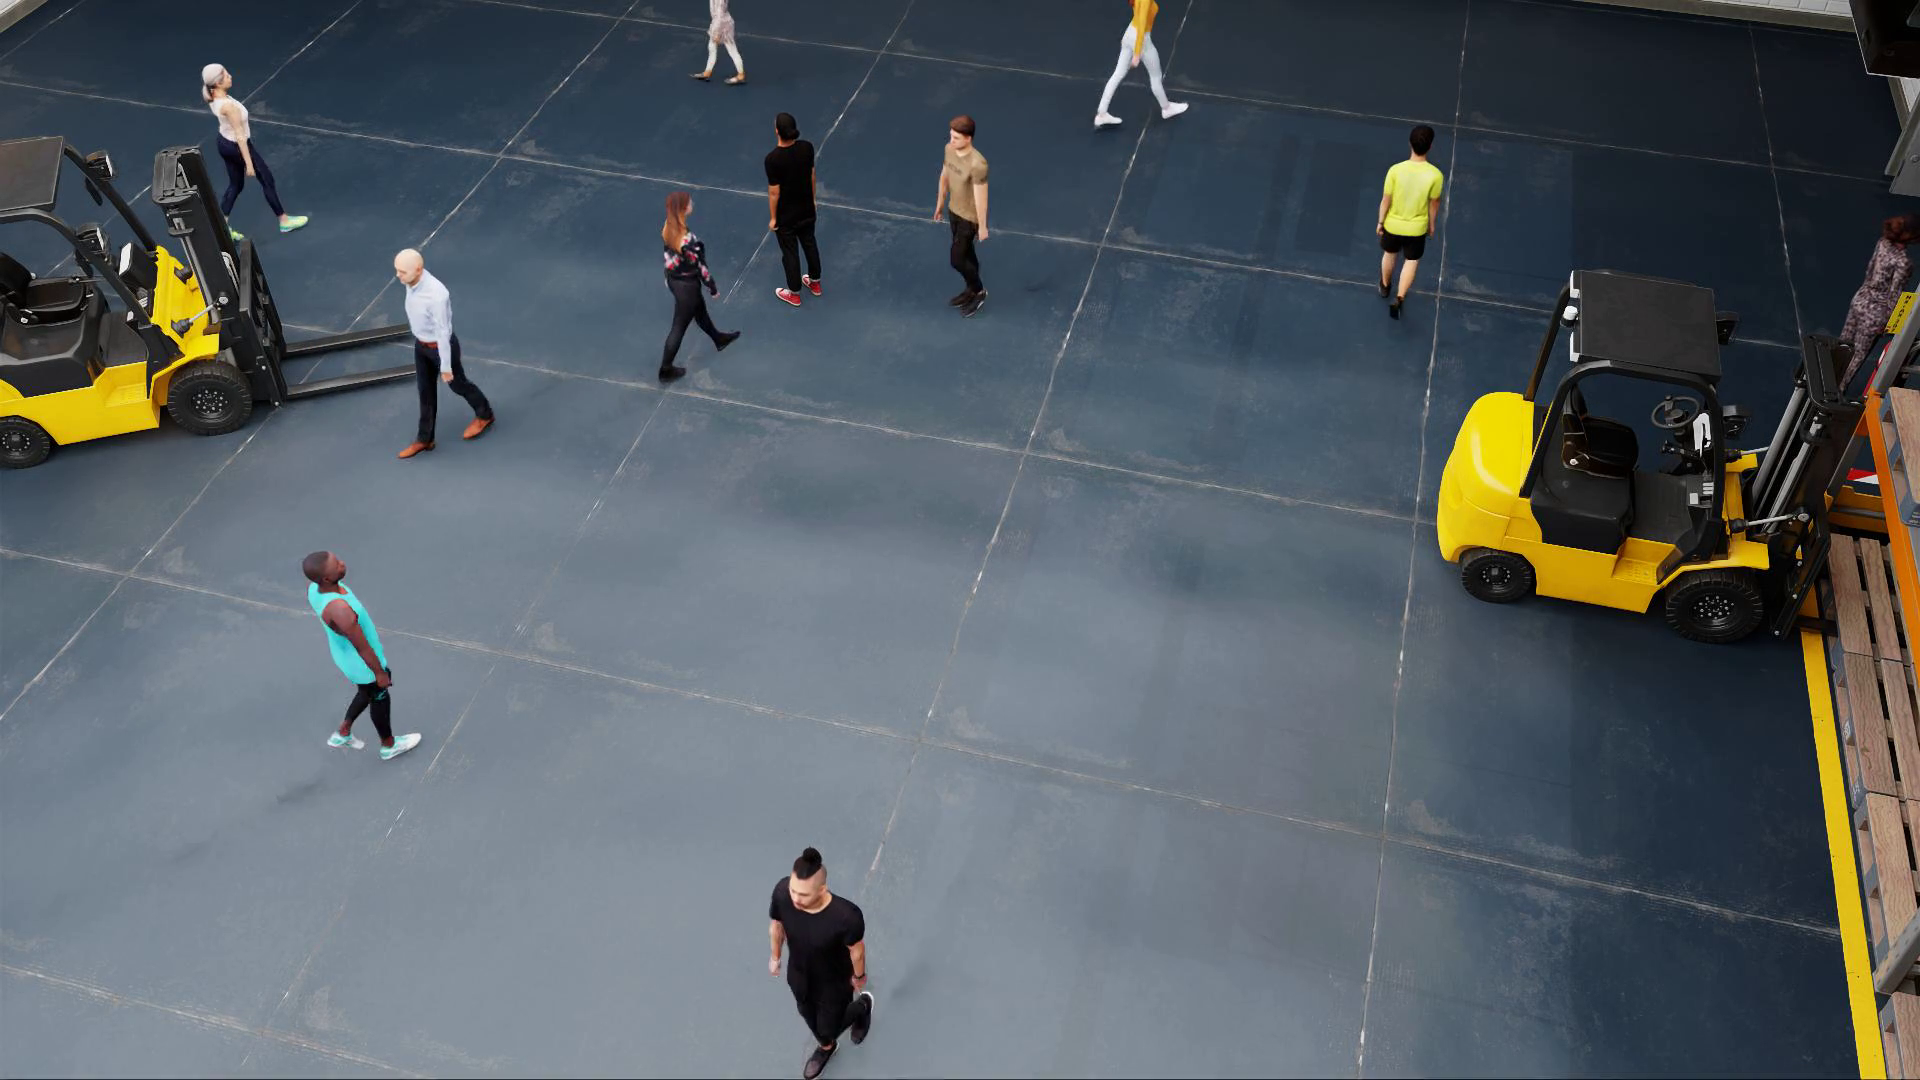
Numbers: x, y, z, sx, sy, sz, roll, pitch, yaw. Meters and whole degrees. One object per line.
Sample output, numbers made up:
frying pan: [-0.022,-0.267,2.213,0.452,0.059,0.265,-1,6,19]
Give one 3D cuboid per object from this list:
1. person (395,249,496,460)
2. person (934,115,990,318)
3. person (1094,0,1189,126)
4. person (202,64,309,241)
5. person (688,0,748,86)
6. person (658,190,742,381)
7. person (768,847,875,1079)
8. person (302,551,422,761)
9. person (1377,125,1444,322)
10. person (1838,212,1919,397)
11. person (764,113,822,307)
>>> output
person: [-3.874,-1.454,12.537,0.974,1.762,1.155,34,53,30]
person: [0.123,-2.731,13.821,0.843,1.840,0.783,-22,48,-21]
person: [1.632,-4.747,16.045,1.044,1.690,1.208,-9,44,-9]
person: [-6.406,-3.382,14.616,0.917,1.686,1.119,33,53,30]
person: [-2.325,-5.191,16.801,0.815,1.291,0.841,-8,44,-8]
person: [-2.243,-1.970,13.169,1.124,1.636,1.006,-26,50,-25]
person: [-0.693,2.152,8.686,0.788,1.852,0.855,22,48,21]
person: [-3.760,0.771,10.176,0.908,1.796,0.837,-27,50,-25]
person: [3.711,-2.607,13.798,0.666,1.691,0.975,12,45,12]
person: [7.075,-1.789,12.921,0.693,1.716,0.563,-1,44,-1]
person: [-1.392,-2.772,13.923,0.681,1.758,0.773,-30,51,-27]
